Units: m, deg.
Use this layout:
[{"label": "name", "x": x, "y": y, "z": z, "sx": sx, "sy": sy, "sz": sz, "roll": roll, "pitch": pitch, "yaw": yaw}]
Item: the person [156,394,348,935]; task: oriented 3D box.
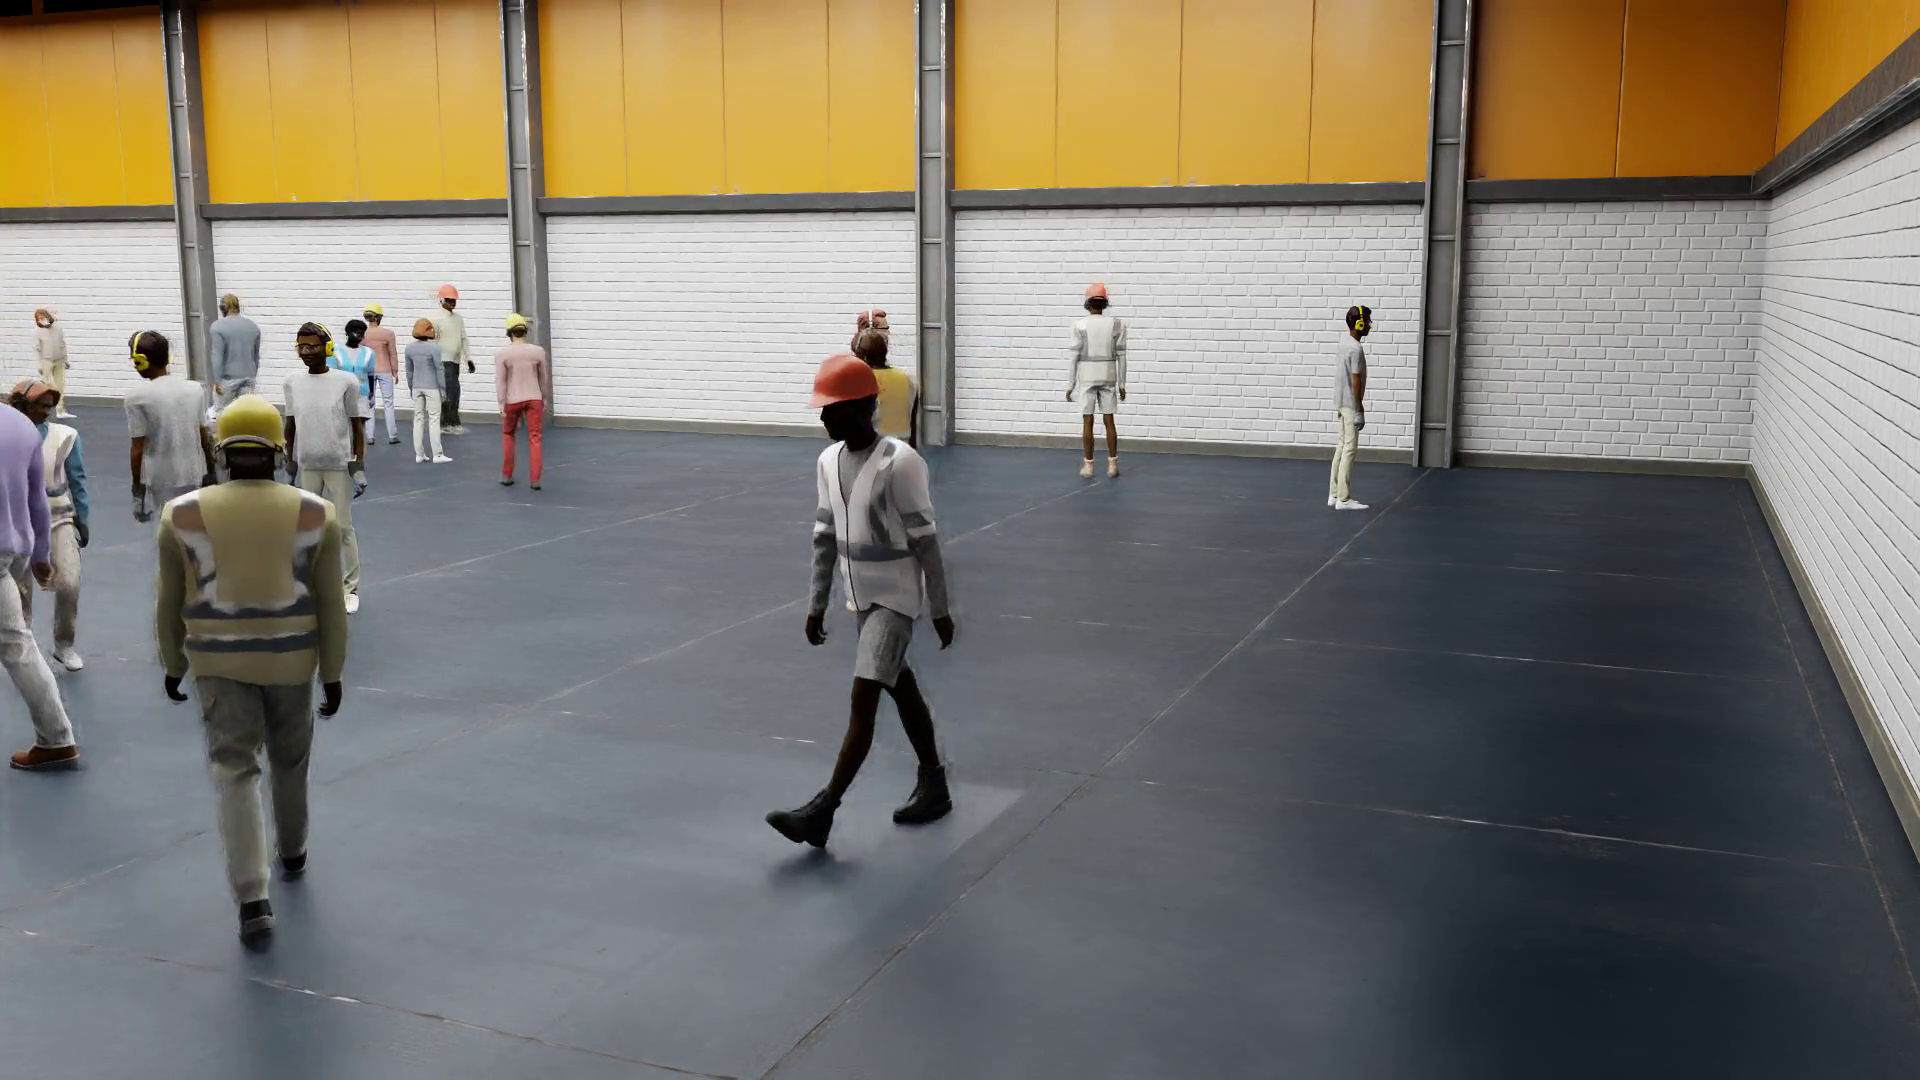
[{"label": "person", "x": -2.406, "y": 0.401, "z": 5.679, "sx": 0.593, "sy": 1.790, "sz": 0.924, "roll": -4, "pitch": 10, "yaw": -24}]

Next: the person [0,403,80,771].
[{"label": "person", "x": -4.365, "y": 0.079, "z": 7.305, "sx": 1.003, "sy": 1.883, "sz": 0.652, "roll": 1, "pitch": 9, "yaw": 6}]

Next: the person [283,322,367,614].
[{"label": "person", "x": -4.049, "y": -0.451, "z": 10.596, "sx": 0.523, "sy": 1.870, "sz": 0.317, "roll": 0, "pitch": 9, "yaw": 0}]

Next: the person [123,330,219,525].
[{"label": "person", "x": -4.633, "y": -0.312, "z": 9.807, "sx": 0.415, "sy": 1.845, "sz": 0.551, "roll": 6, "pitch": 11, "yaw": 31}]

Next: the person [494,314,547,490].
[{"label": "person", "x": -4.395, "y": -1.380, "z": 16.636, "sx": 0.546, "sy": 1.740, "sz": 0.761, "roll": -5, "pitch": 11, "yaw": -27}]

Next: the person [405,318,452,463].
[{"label": "person", "x": -6.009, "y": -1.682, "z": 18.758, "sx": 0.497, "sy": 1.636, "sz": 0.284, "roll": 3, "pitch": 10, "yaw": 19}]

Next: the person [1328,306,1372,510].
[{"label": "person", "x": 3.574, "y": -1.202, "z": 15.186, "sx": 0.321, "sy": 1.861, "sz": 0.513, "roll": -1, "pitch": 9, "yaw": -4}]

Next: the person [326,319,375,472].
[{"label": "person", "x": -6.655, "y": -1.589, "z": 18.125, "sx": 0.561, "sy": 1.654, "sz": 0.806, "roll": -5, "pitch": 11, "yaw": -29}]

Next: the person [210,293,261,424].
[{"label": "person", "x": -8.060, "y": -1.785, "z": 18.535, "sx": 0.465, "sy": 1.915, "sz": 0.649, "roll": 6, "pitch": 11, "yaw": 32}]

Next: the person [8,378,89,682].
[{"label": "person", "x": -4.973, "y": -0.047, "z": 8.890, "sx": 0.589, "sy": 1.625, "sz": 0.384, "roll": -5, "pitch": 11, "yaw": -30}]

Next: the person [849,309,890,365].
[{"label": "person", "x": -0.623, "y": -0.713, "z": 12.067, "sx": 0.407, "sy": 1.910, "sz": 0.638, "roll": -2, "pitch": 10, "yaw": -11}]

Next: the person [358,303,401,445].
[{"label": "person", "x": -7.248, "y": -2.061, "z": 20.682, "sx": 0.523, "sy": 1.761, "sz": 0.328, "roll": -2, "pitch": 10, "yaw": -11}]

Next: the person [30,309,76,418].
[{"label": "person", "x": -13.125, "y": -2.534, "z": 24.034, "sx": 0.326, "sy": 1.600, "sz": 0.607, "roll": 5, "pitch": 10, "yaw": 26}]

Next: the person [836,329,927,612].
[{"label": "person", "x": -0.514, "y": -0.418, "z": 10.556, "sx": 0.506, "sy": 1.828, "sz": 0.624, "roll": 8, "pitch": 12, "yaw": 40}]

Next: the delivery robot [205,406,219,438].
[{"label": "delivery robot", "x": -9.222, "y": -1.517, "z": 20.742, "sx": 0.477, "sy": 0.478, "sz": 0.707, "roll": -4, "pitch": 10, "yaw": -23}]

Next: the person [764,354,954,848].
[{"label": "person", "x": -0.396, "y": 0.234, "z": 6.400, "sx": 0.992, "sy": 1.878, "sz": 0.566, "roll": -8, "pitch": 12, "yaw": -39}]

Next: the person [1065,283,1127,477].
[{"label": "person", "x": 1.432, "y": -1.664, "z": 17.473, "sx": 0.641, "sy": 2.035, "sz": 0.439, "roll": -1, "pitch": 9, "yaw": -7}]

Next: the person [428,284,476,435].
[{"label": "person", "x": -6.619, "y": -2.357, "z": 21.855, "sx": 0.747, "sy": 1.970, "sz": 0.617, "roll": 3, "pitch": 10, "yaw": 18}]
